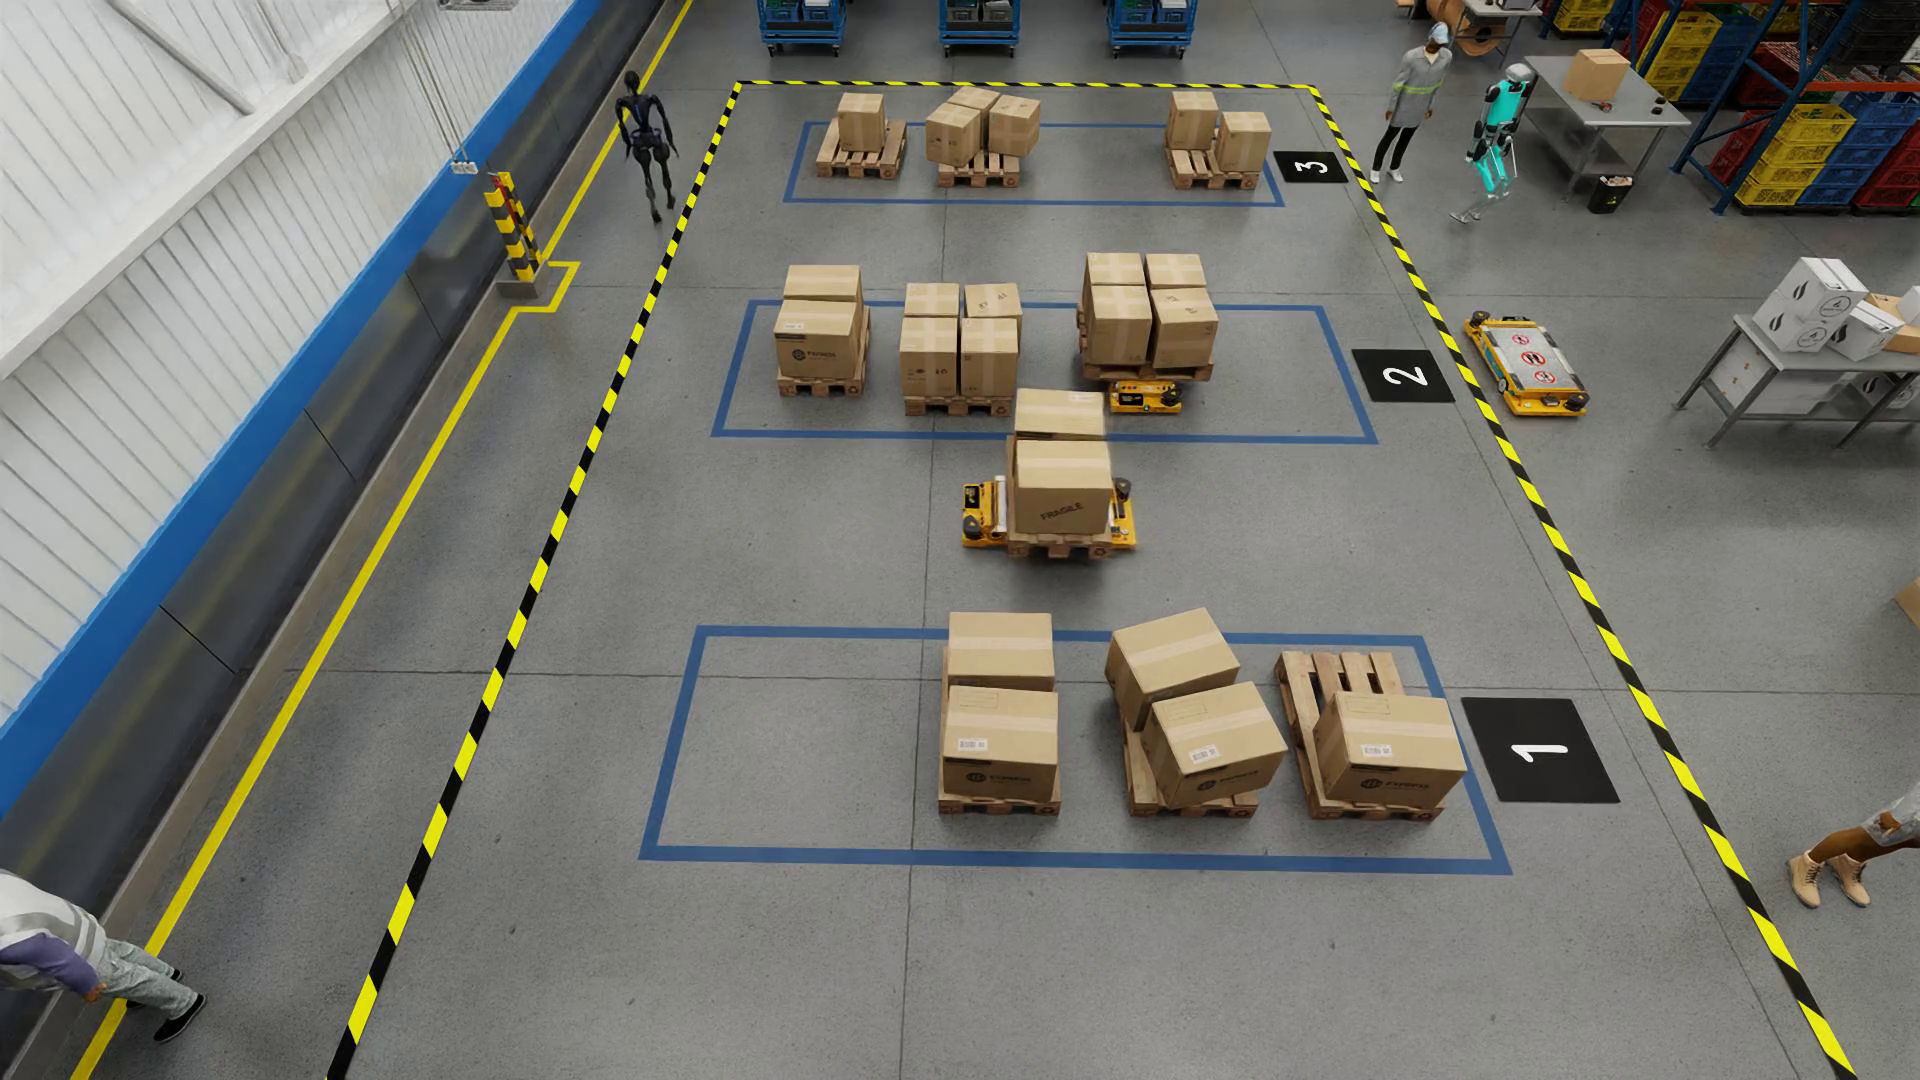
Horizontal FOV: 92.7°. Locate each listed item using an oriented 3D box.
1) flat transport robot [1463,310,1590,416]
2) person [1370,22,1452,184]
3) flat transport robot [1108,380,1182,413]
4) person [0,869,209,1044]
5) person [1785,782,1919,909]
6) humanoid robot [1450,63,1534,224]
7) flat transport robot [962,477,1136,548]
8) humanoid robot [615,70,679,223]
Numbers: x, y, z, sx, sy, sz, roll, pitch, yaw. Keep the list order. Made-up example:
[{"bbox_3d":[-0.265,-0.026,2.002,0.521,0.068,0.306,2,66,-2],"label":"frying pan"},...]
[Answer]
[{"bbox_3d":[5.573,-1.757,9.054,0.659,0.231,1.431,1,49,1],"label":"flat transport robot"},{"bbox_3d":[5.425,-5.203,10.990,0.599,1.850,0.391,-4,49,-4],"label":"person"},{"bbox_3d":[1.773,-1.807,9.079,0.652,0.197,1.431,1,49,1],"label":"flat transport robot"},{"bbox_3d":[-4.585,2.113,4.667,0.591,1.837,0.404,28,55,22],"label":"person"},{"bbox_3d":[5.477,1.506,5.055,0.606,2.048,0.366,0,49,0],"label":"person"},{"bbox_3d":[6.017,-4.312,10.205,0.533,1.678,0.735,-12,50,-10],"label":"humanoid robot"},{"bbox_3d":[0.739,-0.246,7.727,1.431,0.197,0.652,1,49,1],"label":"flat transport robot"},{"bbox_3d":[-3.571,-4.514,10.515,0.599,1.637,0.633,-7,49,-6],"label":"humanoid robot"}]
